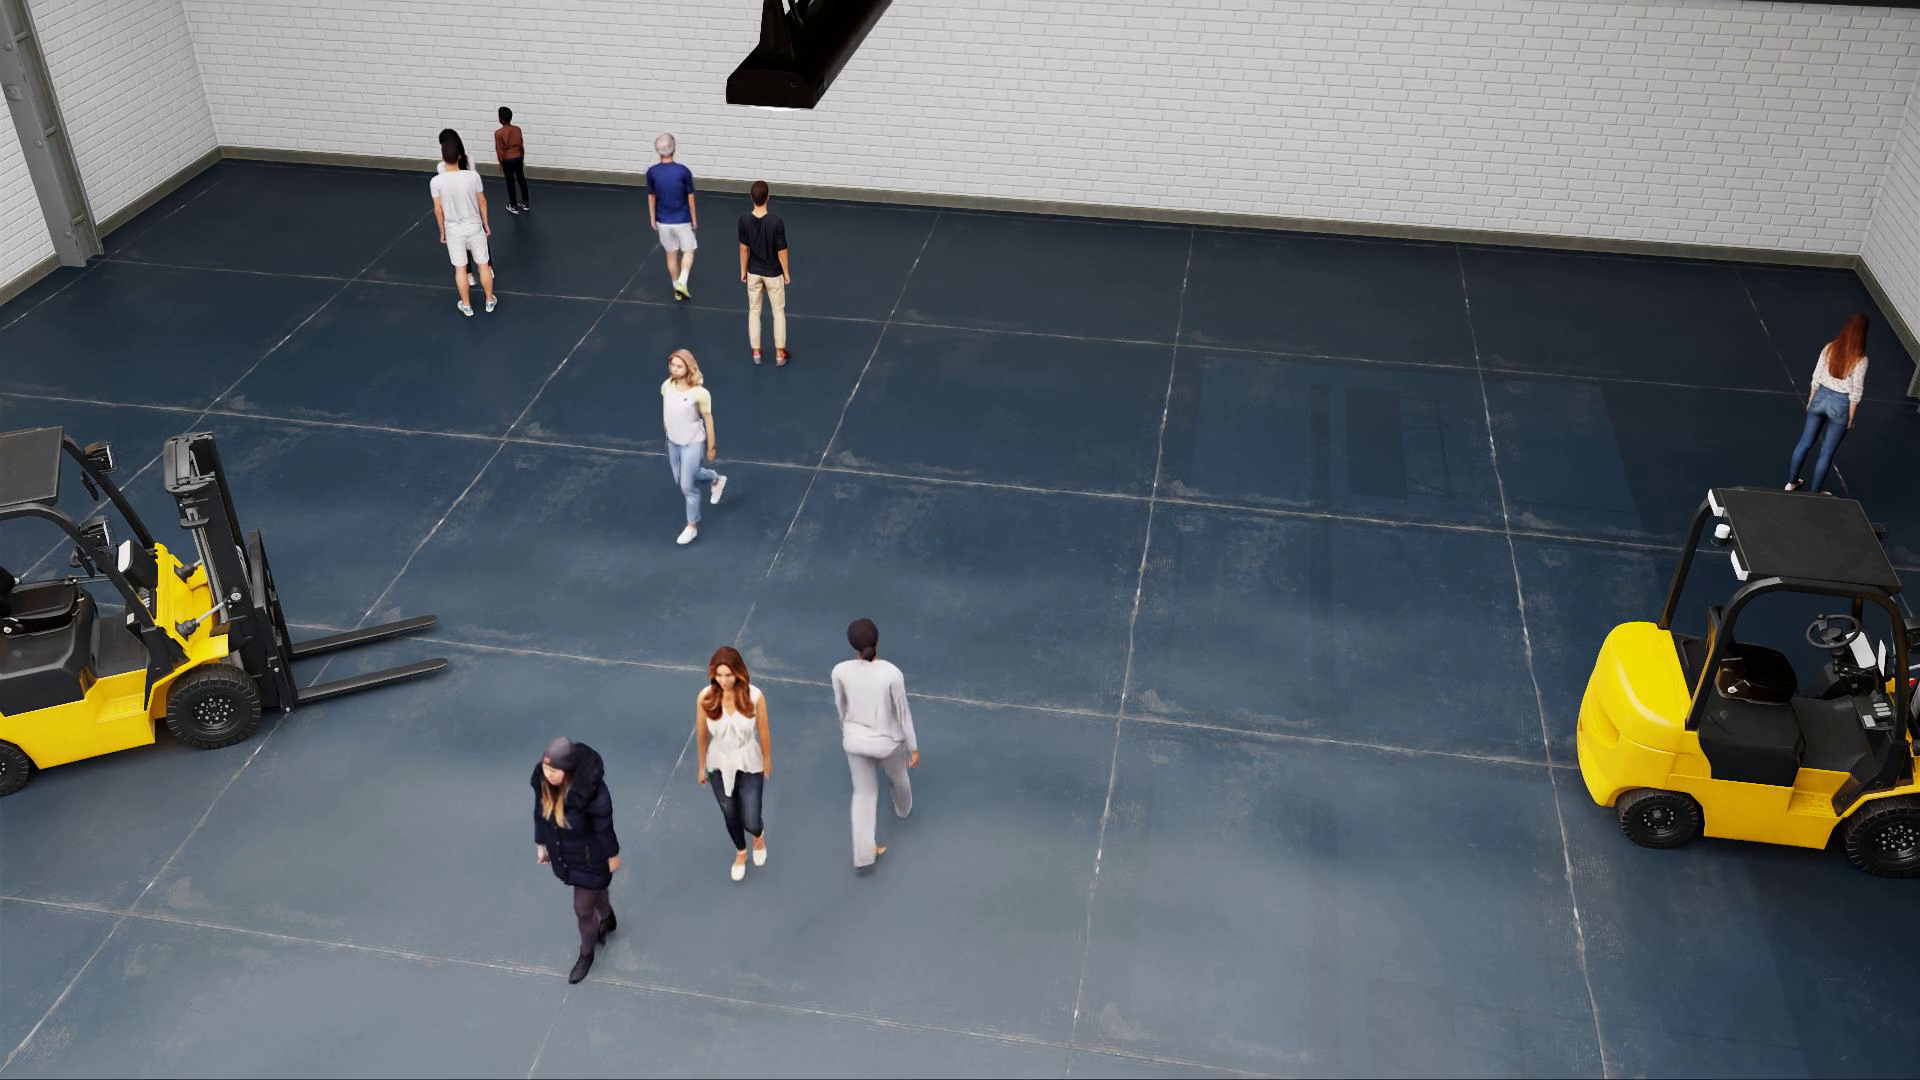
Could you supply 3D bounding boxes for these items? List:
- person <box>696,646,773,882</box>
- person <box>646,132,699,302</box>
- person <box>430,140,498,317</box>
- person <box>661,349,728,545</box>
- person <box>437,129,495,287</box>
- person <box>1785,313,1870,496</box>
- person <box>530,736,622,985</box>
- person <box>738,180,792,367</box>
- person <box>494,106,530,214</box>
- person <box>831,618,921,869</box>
[{"bbox_3d":[-1.382,1.340,10.331,0.616,1.773,0.627,3,34,4],"label":"person"},{"bbox_3d":[-2.969,-3.283,17.244,0.715,1.820,0.893,0,34,0],"label":"person"},{"bbox_3d":[-5.098,-3.207,17.097,0.767,1.856,0.778,-14,36,-20],"label":"person"},{"bbox_3d":[-2.181,-0.825,13.649,0.845,1.707,1.054,17,37,24],"label":"person"},{"bbox_3d":[-5.317,-3.568,17.783,0.750,1.698,0.642,25,41,33],"label":"person"},{"bbox_3d":[7.383,-1.131,14.090,0.707,1.728,0.642,-20,39,-27],"label":"person"},{"bbox_3d":[-2.177,1.766,9.792,0.808,1.661,0.897,17,37,24],"label":"person"},{"bbox_3d":[-1.893,-2.592,16.176,0.627,1.852,0.533,5,34,8],"label":"person"},{"bbox_3d":[-5.272,-4.477,19.553,0.558,1.253,0.644,-29,43,-36],"label":"person"},{"bbox_3d":[-0.576,1.313,10.445,0.742,1.693,1.047,8,35,12],"label":"person"}]
